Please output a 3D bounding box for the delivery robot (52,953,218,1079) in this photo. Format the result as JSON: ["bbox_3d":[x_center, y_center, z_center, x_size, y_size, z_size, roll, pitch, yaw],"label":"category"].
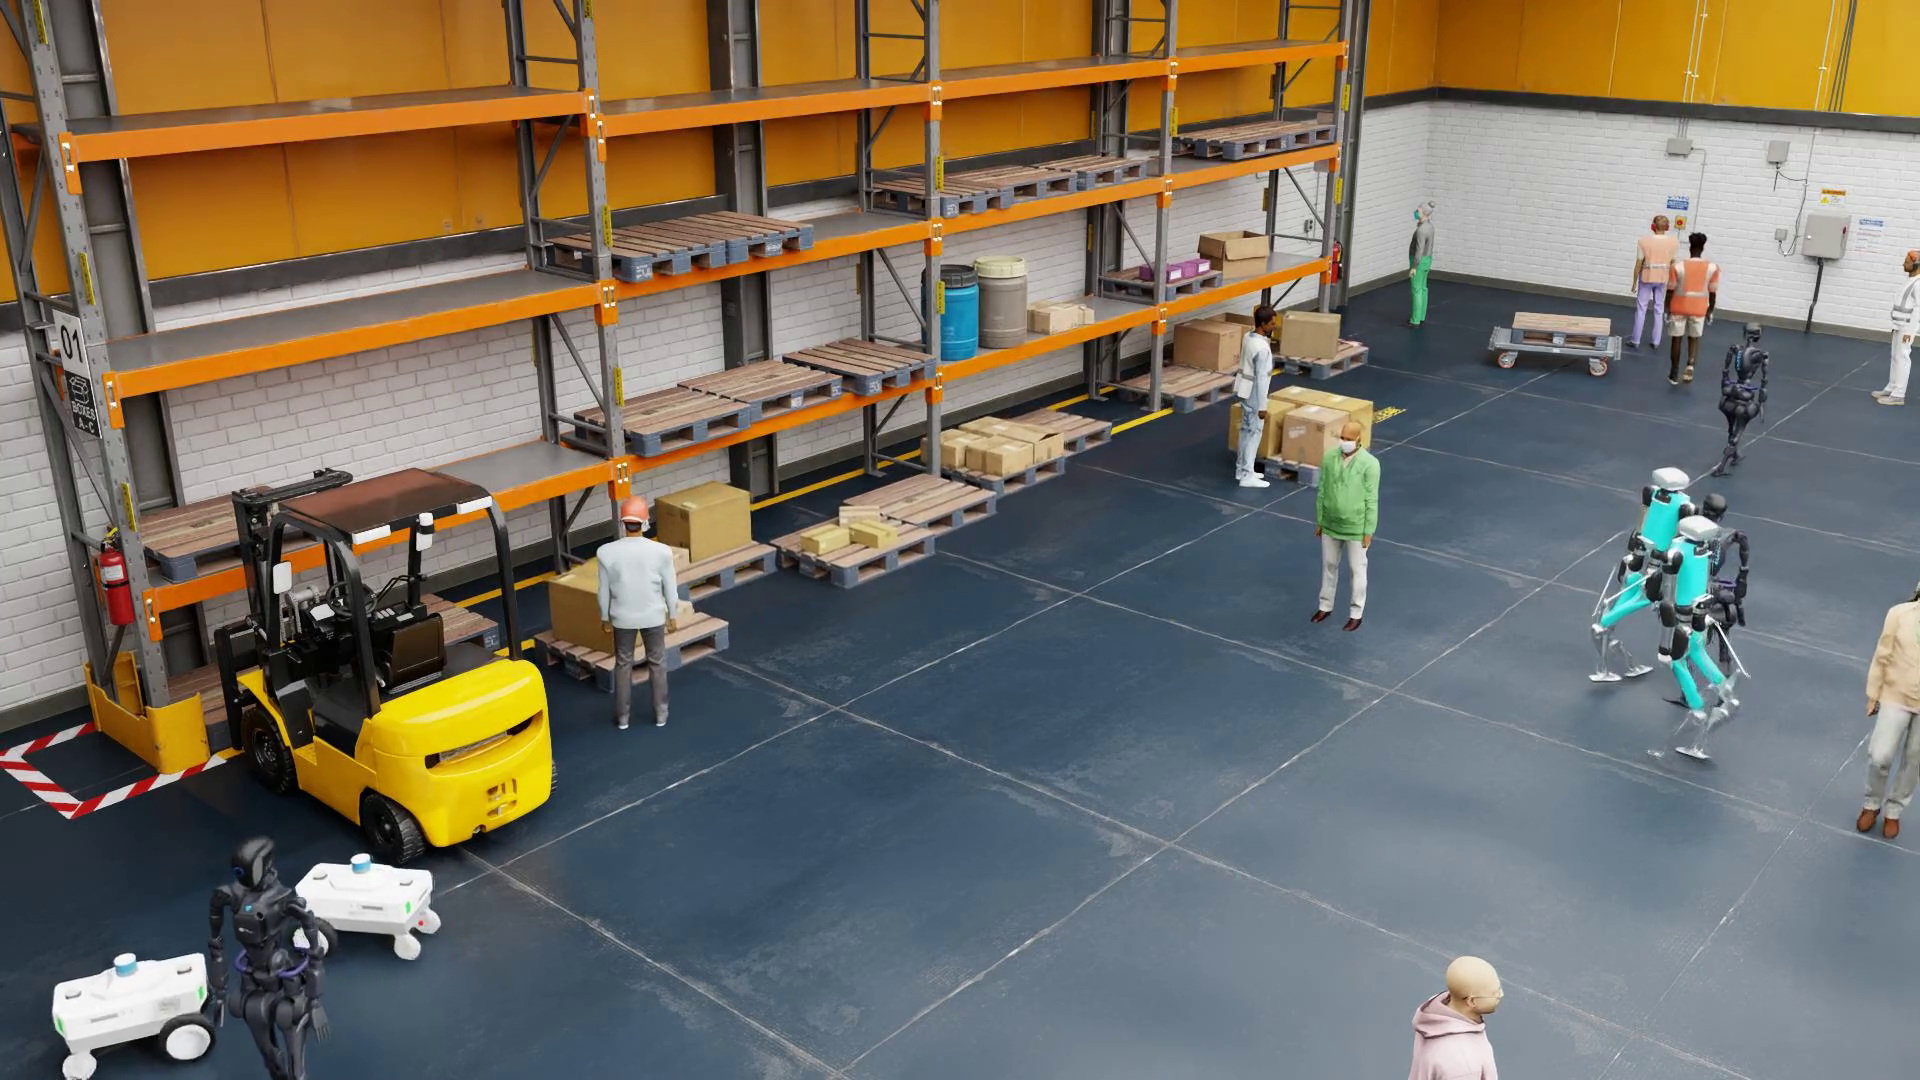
[{"bbox_3d":[-4.257,2.413,8.590,0.788,0.587,0.499,-9,22,-23],"label":"delivery robot"}]

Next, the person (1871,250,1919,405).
[{"bbox_3d":[11.482,-2.587,20.229,0.342,1.881,0.585,6,21,15],"label":"person"}]

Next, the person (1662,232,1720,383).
[{"bbox_3d":[9.199,-2.903,20.991,0.622,1.949,0.534,5,21,13],"label":"person"}]

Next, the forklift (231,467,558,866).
[{"bbox_3d":[-3.730,0.710,10.856,2.313,2.155,1.214,17,26,38],"label":"forklift"}]

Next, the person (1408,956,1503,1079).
[{"bbox_3d":[1.949,2.453,6.716,0.400,1.783,0.530,1,20,3],"label":"person"}]

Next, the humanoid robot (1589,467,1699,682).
[{"bbox_3d":[5.035,0.335,12.539,0.910,1.763,0.530,-5,21,-14],"label":"humanoid robot"}]

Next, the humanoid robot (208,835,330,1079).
[{"bbox_3d":[-3.238,2.141,7.729,0.593,1.640,0.598,3,20,9],"label":"humanoid robot"}]

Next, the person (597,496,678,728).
[{"bbox_3d":[-2.316,0.523,12.012,0.571,1.737,0.351,-3,20,-8],"label":"person"}]

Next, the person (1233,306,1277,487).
[{"bbox_3d":[3.049,-1.482,17.209,0.410,1.907,0.596,-2,20,-6],"label":"person"}]

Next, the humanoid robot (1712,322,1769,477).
[{"bbox_3d":[8.332,-1.507,17.630,0.715,1.630,0.586,-10,23,-25],"label":"humanoid robot"}]

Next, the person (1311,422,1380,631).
[{"bbox_3d":[3.179,-0.127,13.727,0.535,1.777,0.390,15,25,35],"label":"person"}]

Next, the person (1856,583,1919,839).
[{"bbox_3d":[6.004,1.037,10.464,0.553,1.856,0.511,11,23,28],"label":"person"}]

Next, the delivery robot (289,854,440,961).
[{"bbox_3d":[-3.404,2.071,9.506,0.768,0.581,0.499,2,20,7],"label":"delivery robot"}]

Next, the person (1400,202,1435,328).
[{"bbox_3d":[6.669,-4.007,24.149,0.330,1.833,0.523,13,24,31],"label":"person"}]

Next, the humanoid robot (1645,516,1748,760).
[{"bbox_3d":[5.121,0.751,11.395,0.546,1.801,0.695,-15,25,-35],"label":"humanoid robot"}]

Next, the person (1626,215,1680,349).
[{"bbox_3d":[9.542,-3.539,22.878,0.564,1.836,0.379,1,20,3],"label":"person"}]

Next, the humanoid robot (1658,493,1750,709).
[{"bbox_3d":[5.509,0.480,12.225,0.602,1.647,0.457,2,20,5],"label":"humanoid robot"}]
